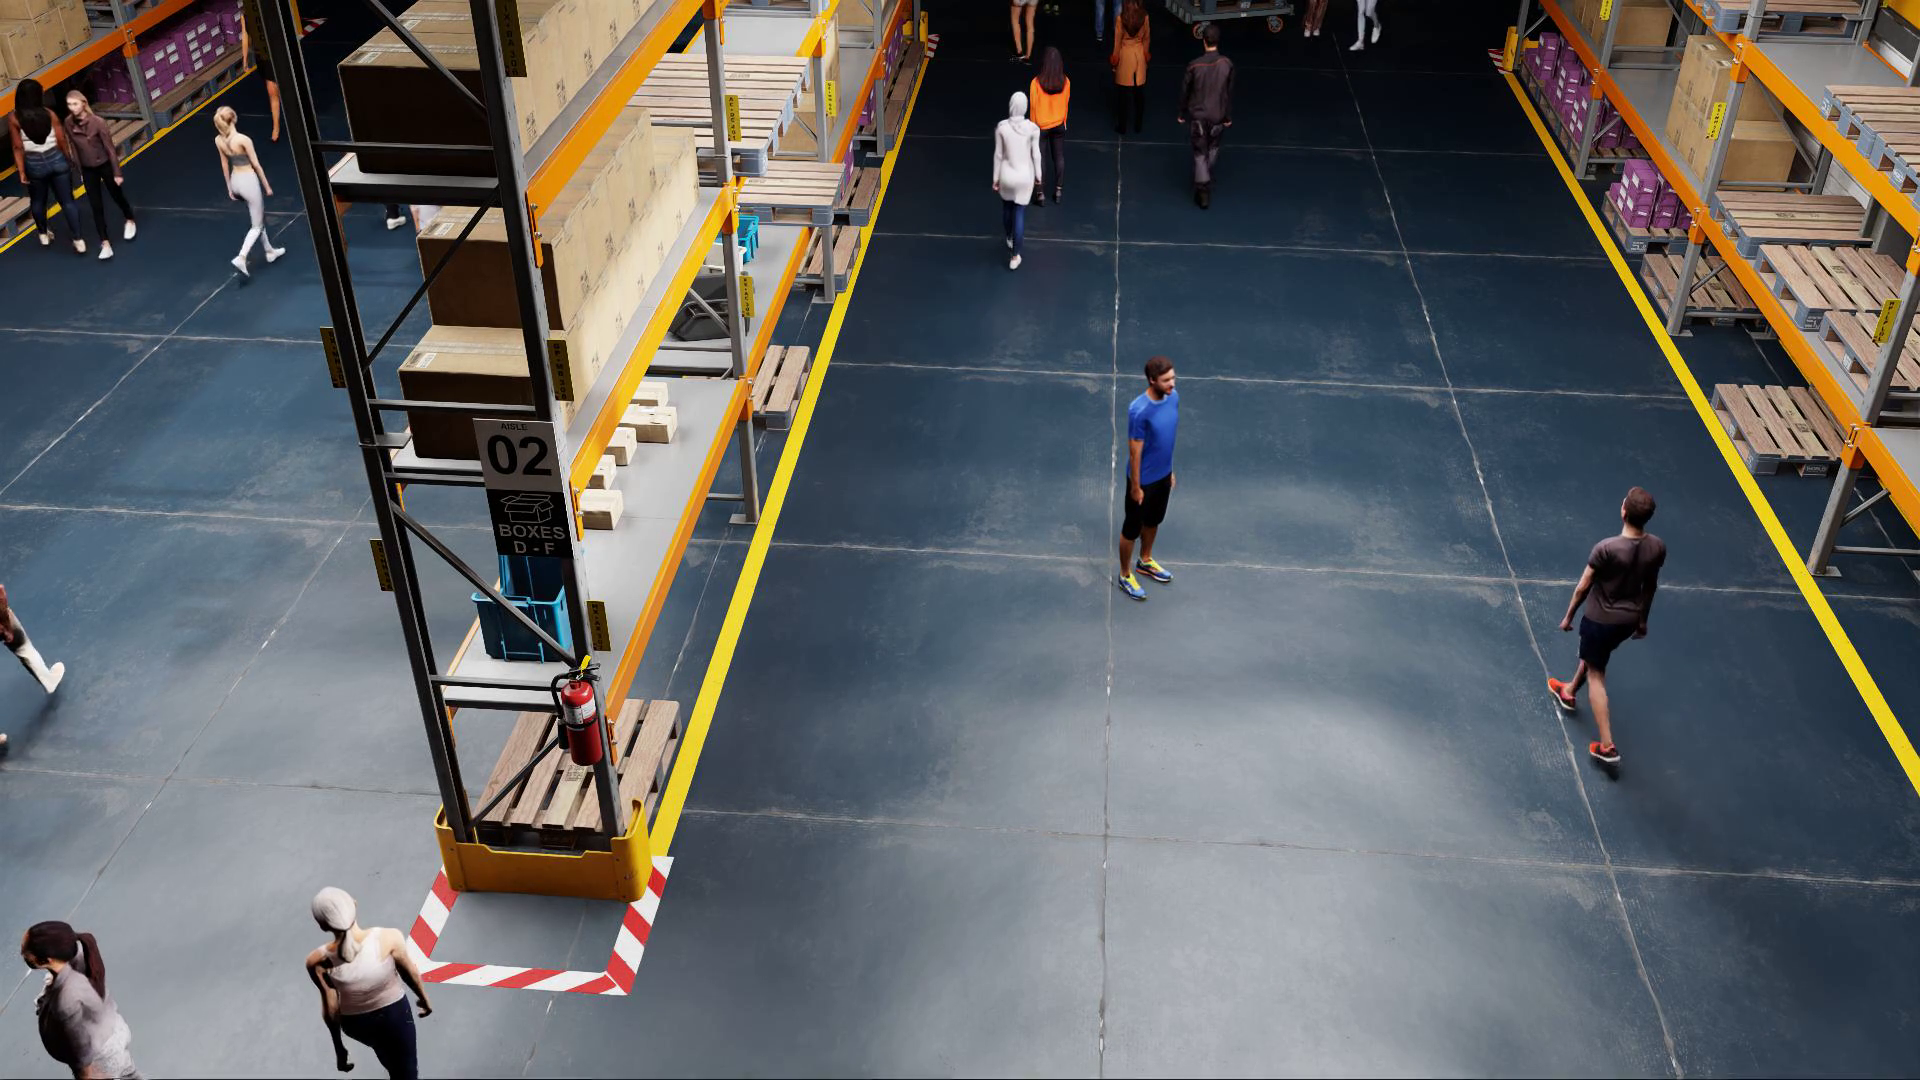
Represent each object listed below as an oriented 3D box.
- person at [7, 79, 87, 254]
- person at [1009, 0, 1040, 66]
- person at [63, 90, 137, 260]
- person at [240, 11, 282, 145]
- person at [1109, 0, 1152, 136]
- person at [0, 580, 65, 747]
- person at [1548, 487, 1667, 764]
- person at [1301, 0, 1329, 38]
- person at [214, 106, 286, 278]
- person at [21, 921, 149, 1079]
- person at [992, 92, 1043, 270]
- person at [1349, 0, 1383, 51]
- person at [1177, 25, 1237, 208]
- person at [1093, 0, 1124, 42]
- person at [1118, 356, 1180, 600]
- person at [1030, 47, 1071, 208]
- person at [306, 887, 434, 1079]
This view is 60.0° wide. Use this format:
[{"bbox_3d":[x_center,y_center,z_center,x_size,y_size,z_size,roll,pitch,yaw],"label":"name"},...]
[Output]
[{"bbox_3d":[-9.241,-3.746,16.895,0.967,1.769,1.070,-19,38,-27],"label":"person"},{"bbox_3d":[0.941,-7.255,22.124,0.734,1.825,0.764,-18,38,-25],"label":"person"},{"bbox_3d":[-8.788,-3.798,17.074,0.756,1.657,1.137,-3,34,-4],"label":"person"},{"bbox_3d":[-8.156,-5.685,19.781,0.691,1.804,0.998,6,34,9],"label":"person"},{"bbox_3d":[2.046,-5.722,19.910,0.736,1.723,0.683,-6,34,-8],"label":"person"},{"bbox_3d":[-6.203,0.585,10.466,0.743,1.675,1.188,-3,34,-4],"label":"person"},{"bbox_3d":[4.085,0.557,10.382,0.886,1.814,1.244,-6,34,-9],"label":"person"},{"bbox_3d":[5.079,-7.854,23.274,0.619,1.550,0.617,6,34,9],"label":"person"},{"bbox_3d":[-7.125,-3.444,16.522,0.740,1.680,1.108,10,35,15],"label":"person"},{"bbox_3d":[-3.999,2.382,7.758,0.757,1.679,0.634,-8,34,-12],"label":"person"},{"bbox_3d":[0.551,-3.559,16.633,0.684,1.749,0.991,5,34,8],"label":"person"},{"bbox_3d":[5.637,-7.567,22.672,0.943,1.738,0.873,-27,42,-34],"label":"person"},{"bbox_3d":[2.688,-4.540,17.964,0.862,1.909,1.137,-3,34,-4],"label":"person"},{"bbox_3d":[2.085,-7.888,23.045,0.687,1.859,0.601,-2,34,-3],"label":"person"},{"bbox_3d":[1.347,-0.480,11.891,0.766,1.869,0.691,29,43,36],"label":"person"},{"bbox_3d":[0.969,-4.477,18.014,0.704,1.749,0.710,-14,36,-19],"label":"person"},{"bbox_3d":[-2.710,2.374,7.798,0.925,1.648,1.303,-8,34,-12],"label":"person"}]
